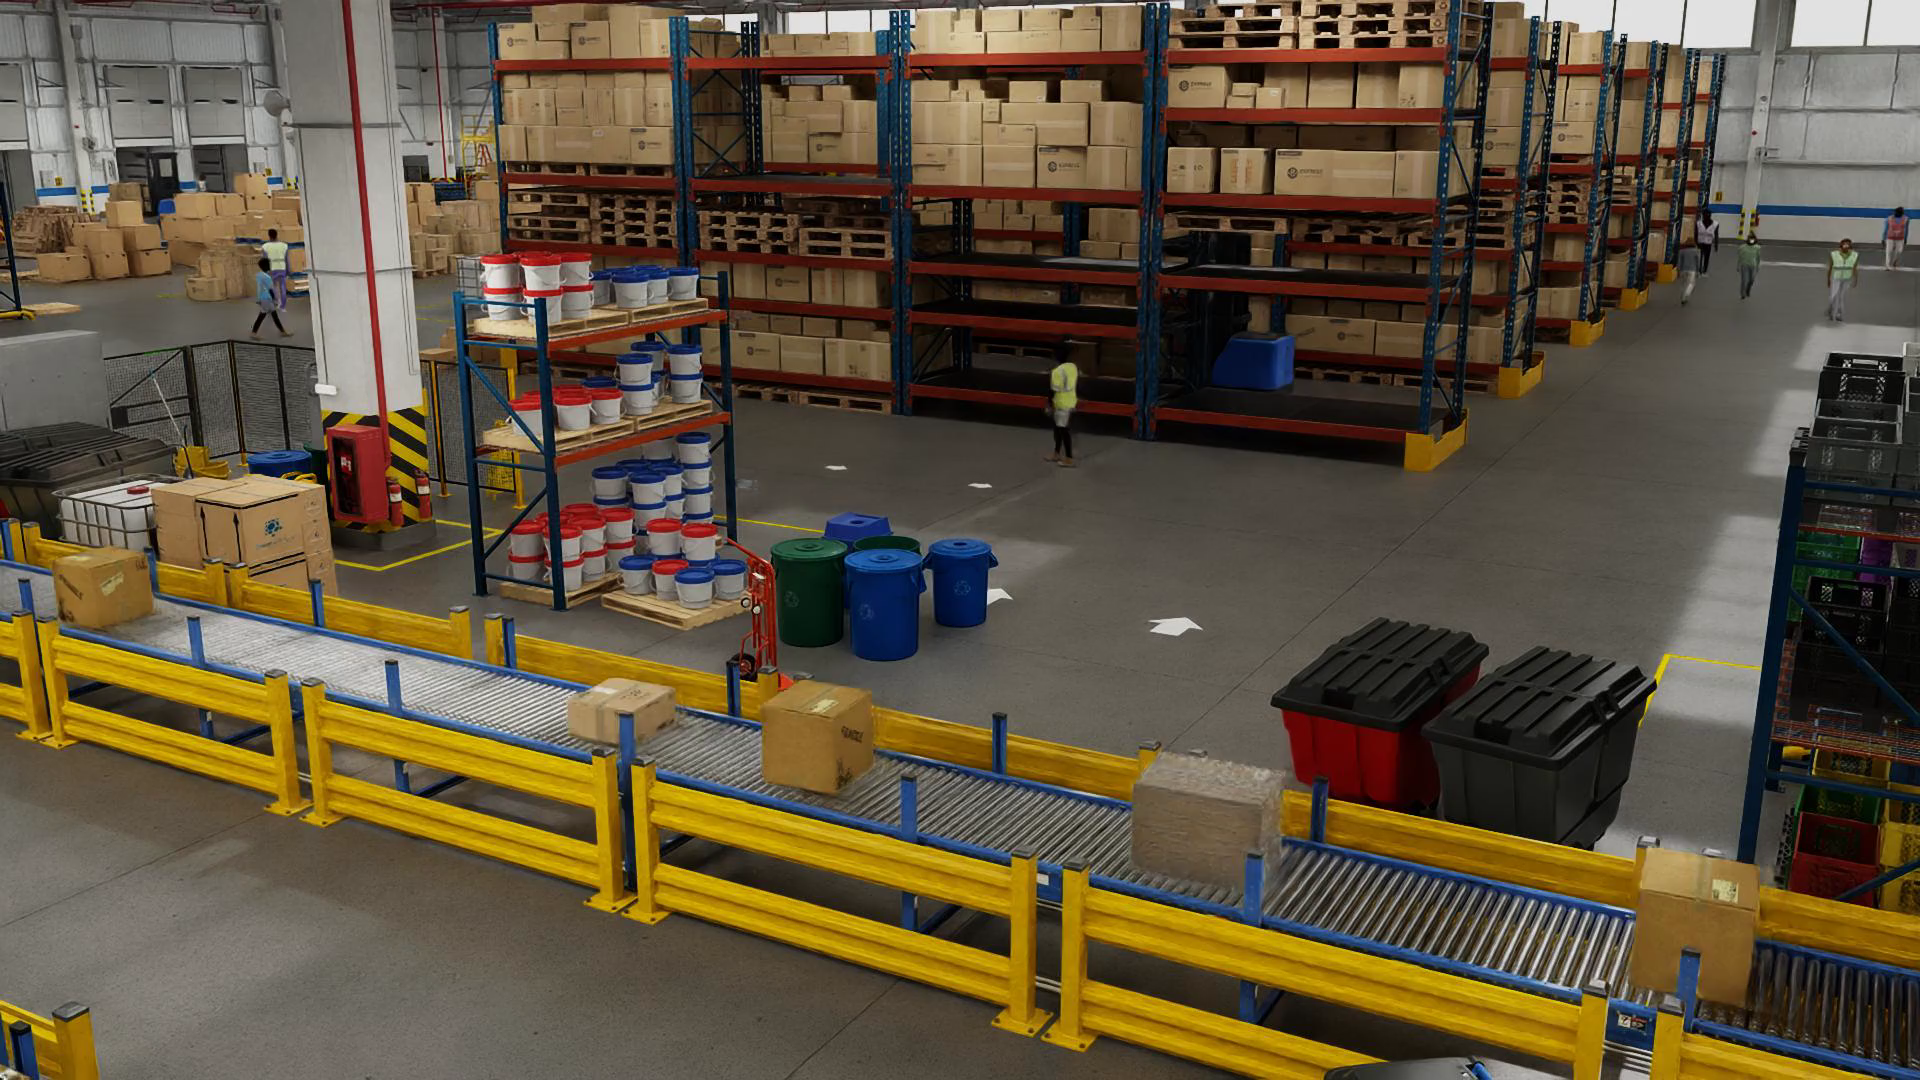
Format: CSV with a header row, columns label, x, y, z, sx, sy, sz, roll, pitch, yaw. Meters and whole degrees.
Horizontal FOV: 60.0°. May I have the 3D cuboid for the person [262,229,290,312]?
label,x,y,z,sx,sy,sz,roll,pitch,yaw
person,-15.785,-6.239,38.444,0.583,1.892,0.619,-8,17,-28

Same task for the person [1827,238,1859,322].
label,x,y,z,sx,sy,sz,roll,pitch,yaw
person,19.436,-5.715,36.618,0.587,1.823,0.671,5,16,17

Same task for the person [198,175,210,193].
label,x,y,z,sx,sy,sz,roll,pitch,yaw
person,-32.333,-14.817,71.205,0.522,1.627,0.369,7,16,23

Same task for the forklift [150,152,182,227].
label,x,y,z,sx,sy,sz,roll,pitch,yaw
forklift,-29.895,-13.215,62.780,1.873,2.768,1.129,8,17,28

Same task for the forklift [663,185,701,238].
label,x,y,z,sx,sy,sz,roll,pitch,yaw
forklift,-8.347,-9.536,48.948,1.873,2.768,1.129,-12,19,-38

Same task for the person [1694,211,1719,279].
label,x,y,z,sx,sy,sz,roll,pitch,yaw
person,20.413,-8.097,45.540,0.631,1.850,0.971,6,16,22

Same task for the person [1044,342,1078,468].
label,x,y,z,sx,sy,sz,roll,pitch,yaw
person,1.284,-1.811,22.194,0.656,1.672,0.557,9,18,31

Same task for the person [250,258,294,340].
label,x,y,z,sx,sy,sz,roll,pitch,yaw
person,-14.147,-4.912,33.921,0.897,1.651,0.540,-11,18,-35

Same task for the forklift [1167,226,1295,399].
label,x,y,z,sx,sy,sz,roll,pitch,yaw
forklift,4.409,-3.666,26.882,1.873,2.768,1.129,8,17,28

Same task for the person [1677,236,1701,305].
label,x,y,z,sx,sy,sz,roll,pitch,yaw
person,17.333,-6.410,39.589,0.517,1.621,0.361,10,18,32

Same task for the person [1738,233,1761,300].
label,x,y,z,sx,sy,sz,roll,pitch,yaw
person,19.231,-6.665,40.558,0.510,1.622,0.353,4,15,13

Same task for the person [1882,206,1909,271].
label,x,y,z,sx,sy,sz,roll,pitch,yaw
person,26.610,-8.578,47.376,0.664,1.825,0.445,5,16,19

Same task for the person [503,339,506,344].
label,x,y,z,sx,sy,sz,roll,pitch,yaw
person,-8.630,-4.565,32.115,0.662,1.915,0.554,3,15,11

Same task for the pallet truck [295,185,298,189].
label,x,y,z,sx,sy,sz,roll,pitch,yaw
pallet truck,-26.804,-14.617,69.738,1.885,1.965,0.823,-14,20,-42
